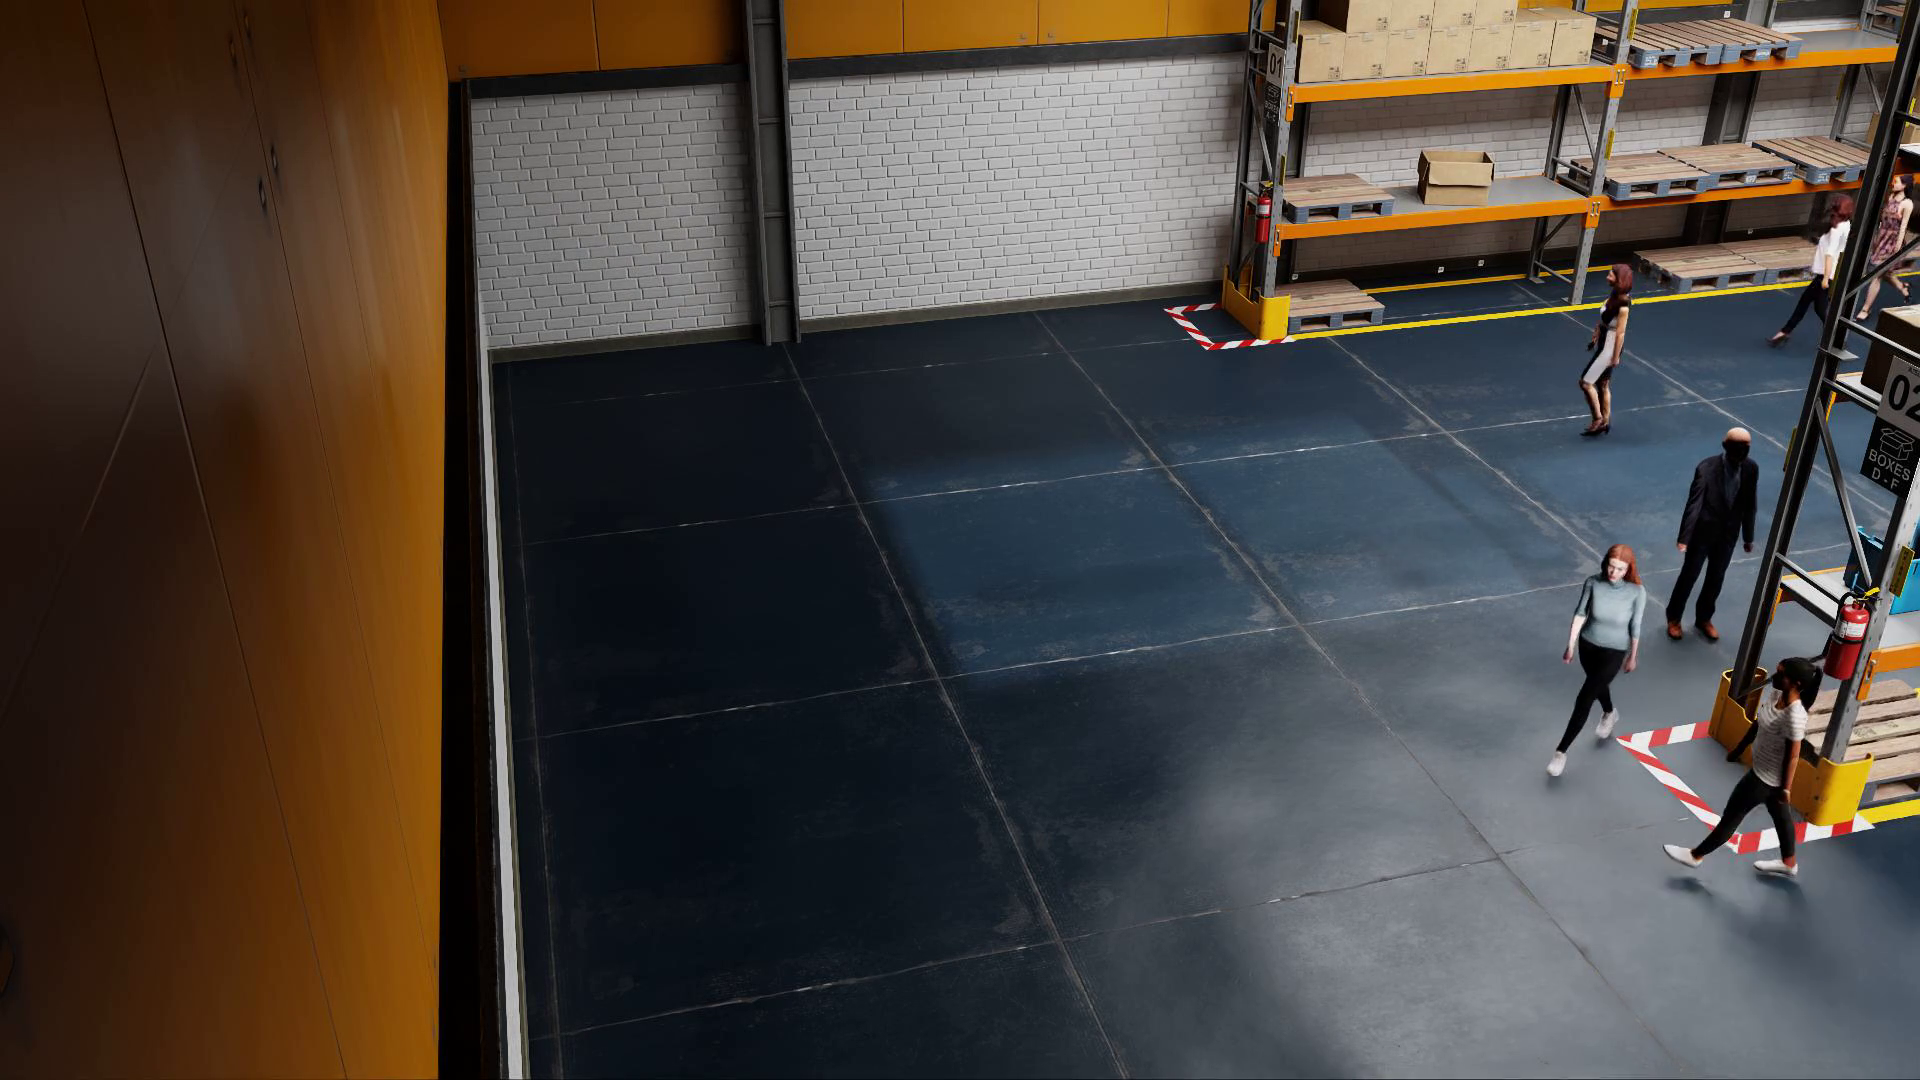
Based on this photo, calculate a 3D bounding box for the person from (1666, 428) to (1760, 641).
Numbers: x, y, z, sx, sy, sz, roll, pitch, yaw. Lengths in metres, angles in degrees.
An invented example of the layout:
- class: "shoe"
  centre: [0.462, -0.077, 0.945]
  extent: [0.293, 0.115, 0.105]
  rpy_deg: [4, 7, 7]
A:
- class: "person"
  centre: [5.830, -0.069, 12.865]
  extent: [0.603, 1.795, 0.828]
  rpy_deg: [-2, 29, -3]

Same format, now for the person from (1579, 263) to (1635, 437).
- class: "person"
  centre: [6.339, -1.800, 16.055]
  extent: [0.759, 1.781, 0.718]
  rpy_deg: [7, 29, 12]

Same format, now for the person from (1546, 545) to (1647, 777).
- class: "person"
  centre: [4.449, 0.758, 11.456]
  extent: [0.990, 1.693, 1.221]
  rpy_deg: [24, 36, 36]

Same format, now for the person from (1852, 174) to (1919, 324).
- class: "person"
  centre: [10.578, -3.304, 18.833]
  extent: [0.990, 1.759, 0.689]
  rpy_deg: [-5, 29, -8]

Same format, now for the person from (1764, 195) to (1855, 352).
- class: "person"
  centre: [9.316, -2.811, 17.958]
  extent: [1.131, 1.732, 1.107]
  rpy_deg: [17, 33, 29]

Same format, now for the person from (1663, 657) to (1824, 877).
- class: "person"
  centre: [5.107, 1.446, 10.292]
  extent: [1.125, 1.599, 0.931]
  rpy_deg: [8, 30, 15]
